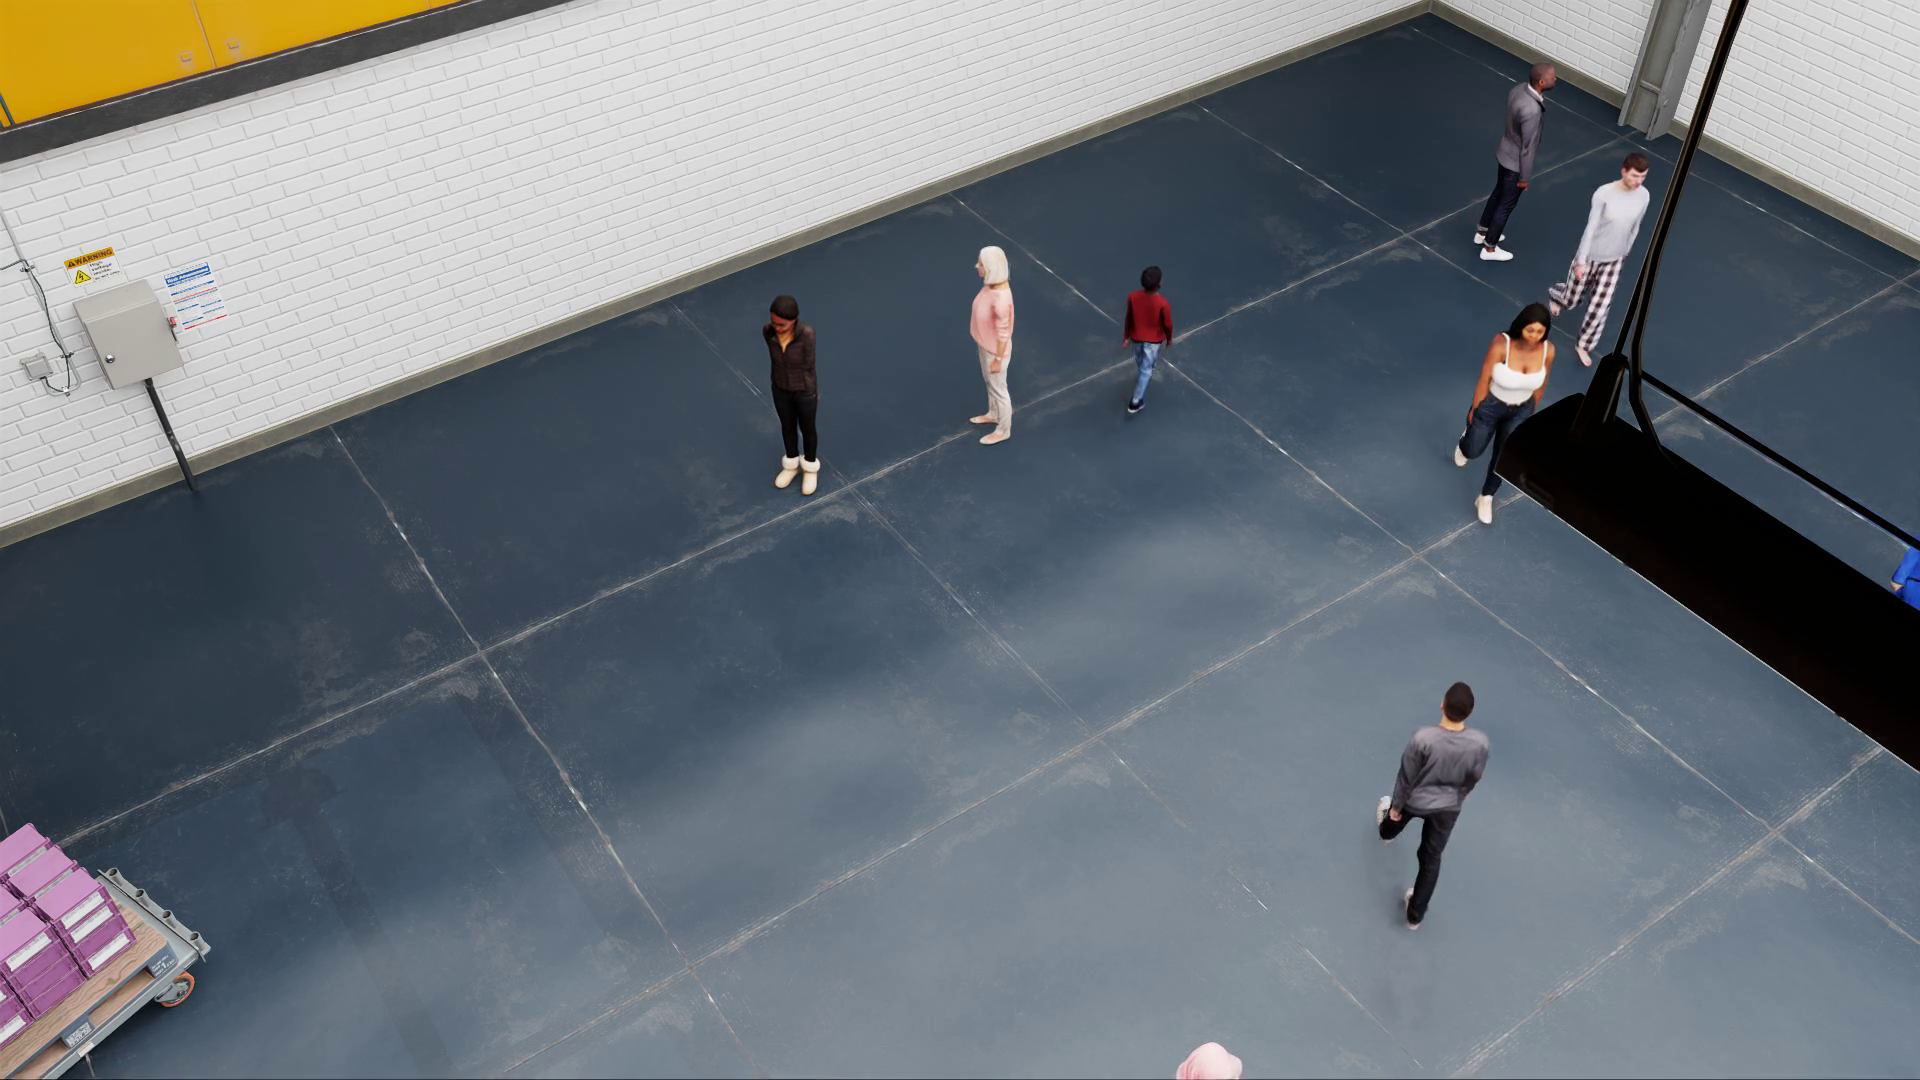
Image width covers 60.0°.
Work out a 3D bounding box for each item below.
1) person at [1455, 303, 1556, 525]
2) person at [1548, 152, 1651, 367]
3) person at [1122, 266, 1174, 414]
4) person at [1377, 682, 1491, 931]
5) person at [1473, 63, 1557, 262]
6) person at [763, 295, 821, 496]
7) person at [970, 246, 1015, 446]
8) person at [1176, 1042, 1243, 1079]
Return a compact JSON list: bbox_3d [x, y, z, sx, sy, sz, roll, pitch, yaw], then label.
[{"bbox_3d":[3.864,-0.988,11.916,0.997,1.792,1.088,3,44,3],"label":"person"},{"bbox_3d":[5.085,-2.317,13.289,0.962,1.823,1.093,0,44,0],"label":"person"},{"bbox_3d":[1.431,-1.544,12.908,0.891,1.229,0.832,19,47,19],"label":"person"},{"bbox_3d":[2.649,1.529,9.328,1.067,1.718,1.171,3,44,3],"label":"person"},{"bbox_3d":[4.754,-3.262,14.288,0.846,1.813,0.758,3,44,3],"label":"person"},{"bbox_3d":[-1.206,-1.117,12.147,0.764,1.659,0.703,-17,46,-17],"label":"person"},{"bbox_3d":[0.257,-1.468,12.469,0.729,1.724,0.580,-10,45,-10],"label":"person"},{"bbox_3d":[1.108,2.890,7.837,0.659,1.803,0.686,31,52,29],"label":"person"}]
